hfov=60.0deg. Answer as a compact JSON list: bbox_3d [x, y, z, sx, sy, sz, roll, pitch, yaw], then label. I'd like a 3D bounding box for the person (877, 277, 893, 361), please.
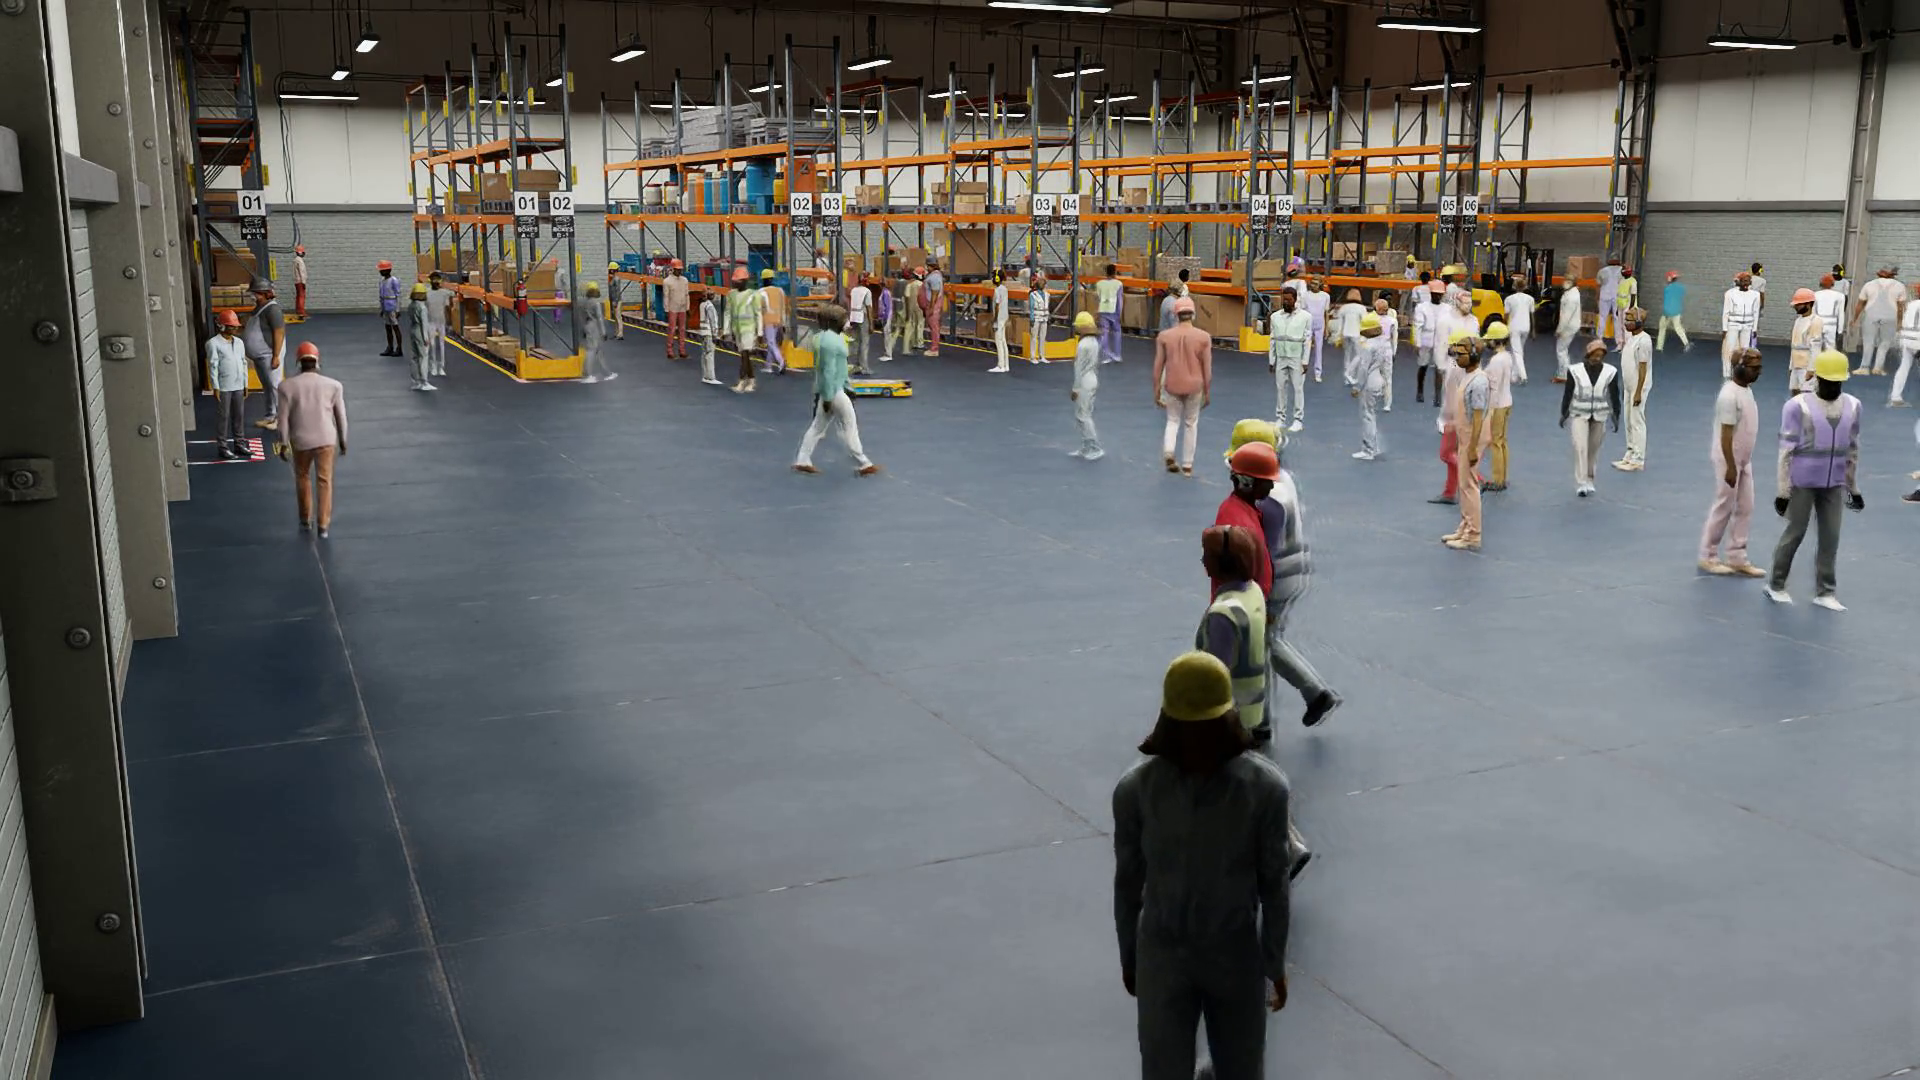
[{"bbox_3d":[-1.463,-4.313,32.480,0.309,1.636,0.522,-1,11,-6],"label":"person"}]

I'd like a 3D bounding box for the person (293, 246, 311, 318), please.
[{"bbox_3d":[-18.060,-7.068,45.596,0.407,1.986,0.618,-8,14,-36],"label":"person"}]

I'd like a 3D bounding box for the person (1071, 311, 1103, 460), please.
[{"bbox_3d":[1.477,-1.799,19.482,0.381,1.753,0.506,5,12,22],"label":"person"}]

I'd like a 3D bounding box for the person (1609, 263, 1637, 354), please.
[{"bbox_3d":[13.636,-4.726,34.056,0.390,1.843,0.563,-1,11,-5],"label":"person"}]

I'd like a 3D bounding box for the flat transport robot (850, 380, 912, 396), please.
[{"bbox_3d":[-1.471,-2.408,26.279,1.431,0.197,0.652,0,11,-2],"label":"flat transport robot"}]

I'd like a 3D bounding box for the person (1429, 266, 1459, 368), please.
[{"bbox_3d":[8.966,-4.129,30.866,0.629,1.899,0.615,5,12,22],"label":"person"}]

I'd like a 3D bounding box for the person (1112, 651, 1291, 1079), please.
[{"bbox_3d":[0.660,1.118,4.640,0.485,1.729,0.622,1,11,3],"label":"person"}]

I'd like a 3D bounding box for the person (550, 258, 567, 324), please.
[{"bbox_3d":[-10.592,-6.521,43.521,0.583,1.712,0.898,-1,11,-3],"label":"person"}]

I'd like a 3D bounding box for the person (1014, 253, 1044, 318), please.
[{"bbox_3d":[1.585,-5.404,37.095,0.607,2.007,1.018,-5,12,-25],"label":"person"}]

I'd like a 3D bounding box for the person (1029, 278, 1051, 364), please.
[{"bbox_3d":[1.526,-4.202,31.901,0.514,1.645,0.309,-10,15,-42],"label":"person"}]

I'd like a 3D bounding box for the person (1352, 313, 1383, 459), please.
[{"bbox_3d":[4.790,-1.799,19.511,0.348,1.713,0.540,6,13,29],"label":"person"}]

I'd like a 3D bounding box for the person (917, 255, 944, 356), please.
[{"bbox_3d":[-0.597,-4.739,33.615,0.537,2.000,0.679,0,11,2],"label":"person"}]

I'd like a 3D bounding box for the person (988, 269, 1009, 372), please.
[{"bbox_3d":[0.710,-3.978,30.224,0.328,1.861,0.503,3,12,17],"label":"person"}]

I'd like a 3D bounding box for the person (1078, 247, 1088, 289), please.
[{"bbox_3d":[3.602,-7.774,49.461,0.359,1.880,0.575,-7,13,-33],"label":"person"}]

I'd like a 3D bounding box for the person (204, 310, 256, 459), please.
[{"bbox_3d":[-8.591,-1.833,19.603,0.349,1.744,0.564,4,12,20],"label":"person"}]

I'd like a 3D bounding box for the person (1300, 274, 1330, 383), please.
[{"bbox_3d":[6.006,-3.580,28.239,0.506,1.841,0.345,2,11,8],"label":"person"}]

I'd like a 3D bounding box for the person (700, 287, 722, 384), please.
[{"bbox_3d":[-4.235,-3.448,28.076,0.307,1.640,0.521,-6,13,-28],"label":"person"}]

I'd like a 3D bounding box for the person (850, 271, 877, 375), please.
[{"bbox_3d":[-1.752,-3.852,29.605,0.373,1.843,0.571,-8,14,-37],"label":"person"}]

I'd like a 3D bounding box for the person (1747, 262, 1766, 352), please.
[{"bbox_3d":[16.430,-4.817,34.494,0.328,1.861,0.504,-9,14,-38],"label":"person"}]

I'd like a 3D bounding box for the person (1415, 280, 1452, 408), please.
[{"bbox_3d":[7.092,-2.969,25.021,0.546,1.900,0.975,1,11,5],"label":"person"}]

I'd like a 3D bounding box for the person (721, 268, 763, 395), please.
[{"bbox_3d":[-3.514,-3.318,26.482,0.611,1.995,1.001,6,13,27],"label":"person"}]

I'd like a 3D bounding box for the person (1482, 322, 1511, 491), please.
[{"bbox_3d":[5.568,-1.377,17.287,0.314,1.751,0.640,6,13,28],"label":"person"}]

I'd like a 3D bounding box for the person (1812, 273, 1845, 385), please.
[{"bbox_3d":[14.471,-3.526,27.874,0.607,1.871,0.413,6,13,28],"label":"person"}]

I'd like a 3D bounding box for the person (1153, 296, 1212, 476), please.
[{"bbox_3d":[2.438,-1.672,18.198,0.631,1.972,0.548,3,12,14],"label":"person"}]

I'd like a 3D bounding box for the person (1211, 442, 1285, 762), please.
[{"bbox_3d":[1.454,0.359,8.486,0.353,1.737,0.575,2,11,8],"label":"person"}]

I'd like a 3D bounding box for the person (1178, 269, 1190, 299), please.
[{"bbox_3d":[4.729,-4.928,35.483,0.323,1.686,0.538,-2,11,-10],"label":"person"}]

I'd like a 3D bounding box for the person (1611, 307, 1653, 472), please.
[{"bbox_3d":[7.545,-1.682,18.614,0.340,1.839,0.501,0,11,1],"label":"person"}]

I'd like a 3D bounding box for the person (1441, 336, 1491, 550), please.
[{"bbox_3d":[4.374,-0.832,14.293,0.336,1.838,0.513,2,11,9],"label":"person"}]

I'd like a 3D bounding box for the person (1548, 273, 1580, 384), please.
[{"bbox_3d":[10.211,-3.551,27.990,0.414,1.886,0.690,4,12,18],"label":"person"}]

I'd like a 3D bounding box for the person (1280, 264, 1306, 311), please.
[{"bbox_3d":[6.516,-4.369,32.162,0.400,1.892,0.734,-10,15,-41],"label":"person"}]

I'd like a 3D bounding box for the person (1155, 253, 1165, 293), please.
[{"bbox_3d":[5.552,-7.091,46.298,0.336,1.757,0.518,1,11,5],"label":"person"}]

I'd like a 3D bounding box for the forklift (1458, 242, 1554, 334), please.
[{"bbox_3d":[13.047,-6.049,39.881,2.313,2.155,1.214,-5,12,-23],"label":"forklift"}]

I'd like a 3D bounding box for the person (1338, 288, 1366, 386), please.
[{"bbox_3d":[6.571,-3.404,27.908,0.514,1.641,0.388,9,14,39],"label":"person"}]

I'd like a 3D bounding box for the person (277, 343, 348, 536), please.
[{"bbox_3d":[-5.849,-0.923,15.038,0.596,1.709,0.845,-5,12,-23],"label":"person"}]

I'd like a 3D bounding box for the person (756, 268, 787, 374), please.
[{"bbox_3d":[-3.349,-3.909,29.790,0.593,1.897,0.836,-10,15,-43],"label":"person"}]

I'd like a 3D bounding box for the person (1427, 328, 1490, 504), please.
[{"bbox_3d":[4.920,-1.196,16.322,0.514,1.753,0.538,5,12,25],"label":"person"}]

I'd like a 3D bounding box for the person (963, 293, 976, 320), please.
[{"bbox_3d":[0.275,-6.770,44.960,0.522,1.640,0.306,-9,14,-37],"label":"person"}]
